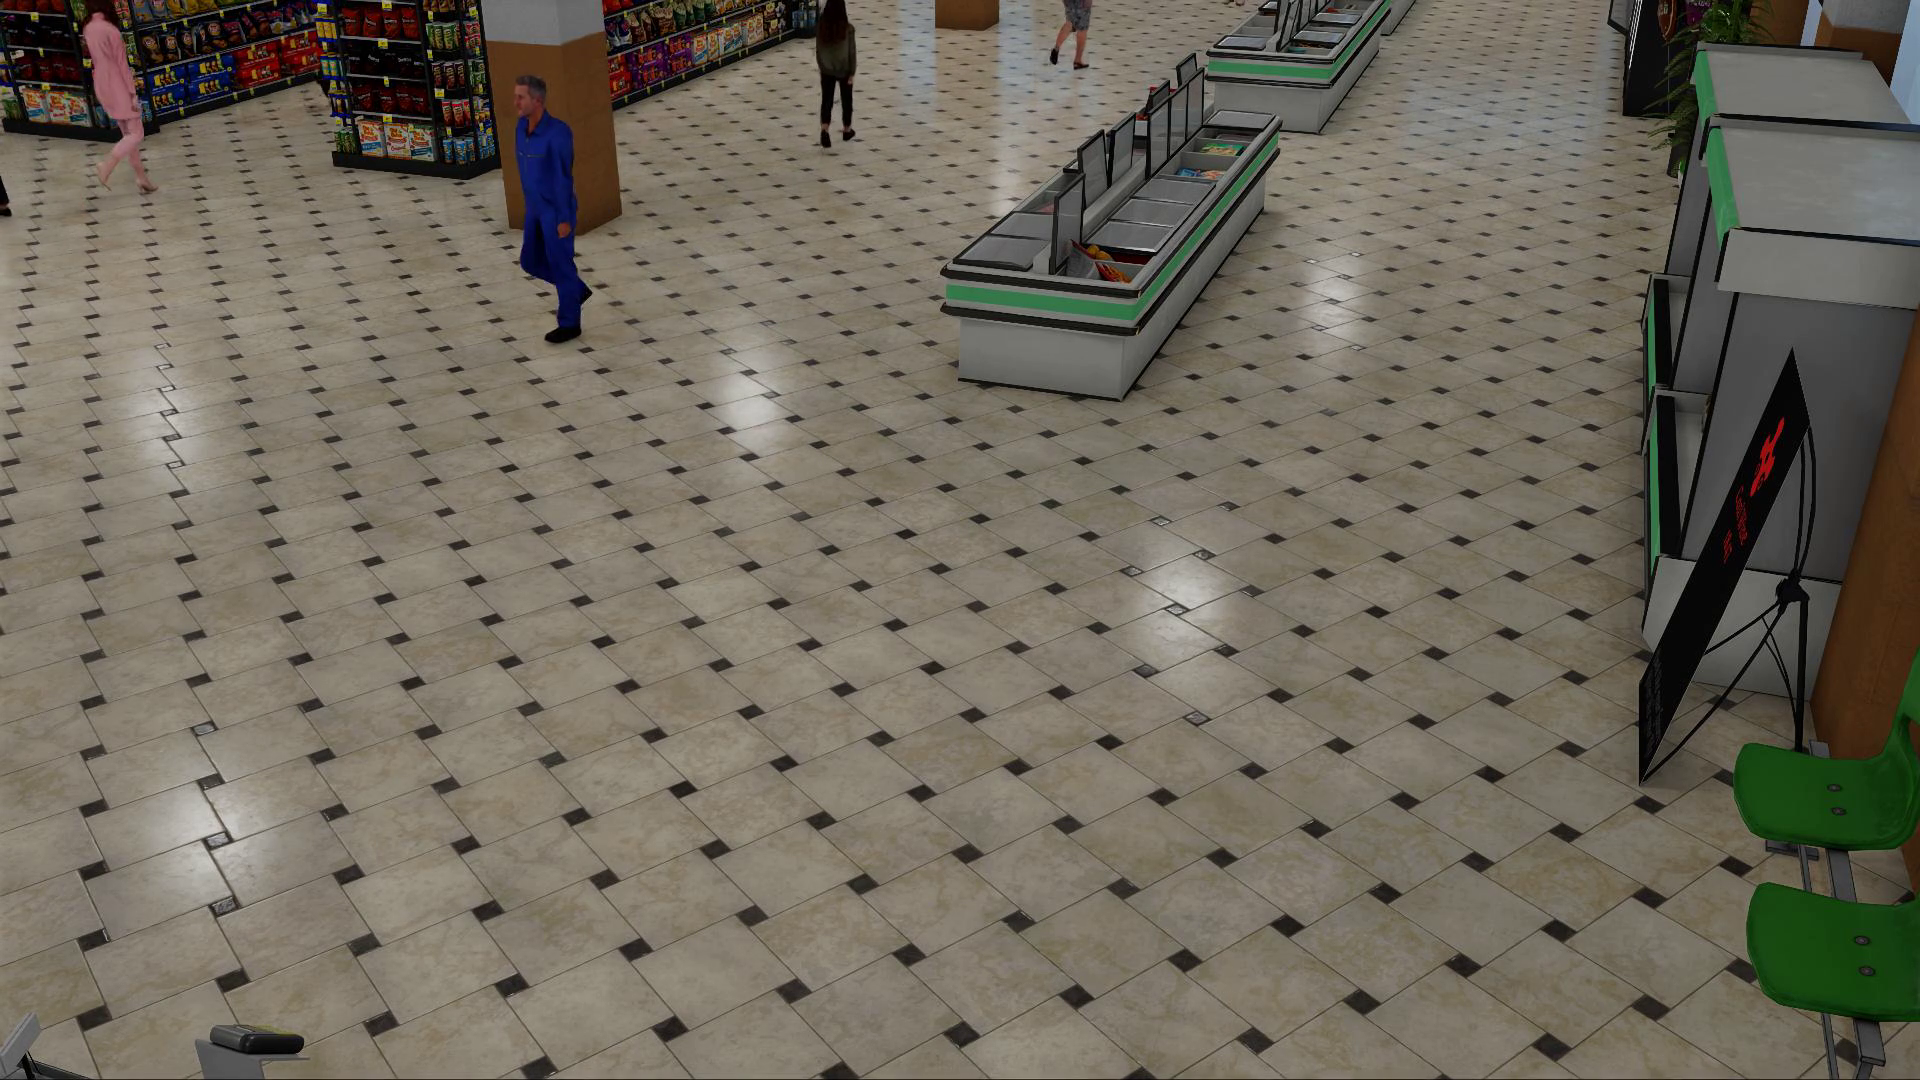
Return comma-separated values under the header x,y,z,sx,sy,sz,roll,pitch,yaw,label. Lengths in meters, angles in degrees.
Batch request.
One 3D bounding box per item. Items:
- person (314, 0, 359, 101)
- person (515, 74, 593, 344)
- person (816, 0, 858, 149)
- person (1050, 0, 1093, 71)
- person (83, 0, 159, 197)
x,y,z,sx,sy,sz,roll,pitch,yaw,label
-6.806,-5.700,18.069,0.846,1.877,1.131,17,31,30,person
-2.726,-2.272,11.379,0.872,1.814,0.893,22,34,37,person
-1.244,-4.582,16.341,0.707,1.447,1.020,4,27,7,person
1.314,-6.393,19.648,0.776,1.685,0.923,24,35,38,person
-7.461,-3.874,14.579,0.681,1.778,0.907,15,30,27,person
